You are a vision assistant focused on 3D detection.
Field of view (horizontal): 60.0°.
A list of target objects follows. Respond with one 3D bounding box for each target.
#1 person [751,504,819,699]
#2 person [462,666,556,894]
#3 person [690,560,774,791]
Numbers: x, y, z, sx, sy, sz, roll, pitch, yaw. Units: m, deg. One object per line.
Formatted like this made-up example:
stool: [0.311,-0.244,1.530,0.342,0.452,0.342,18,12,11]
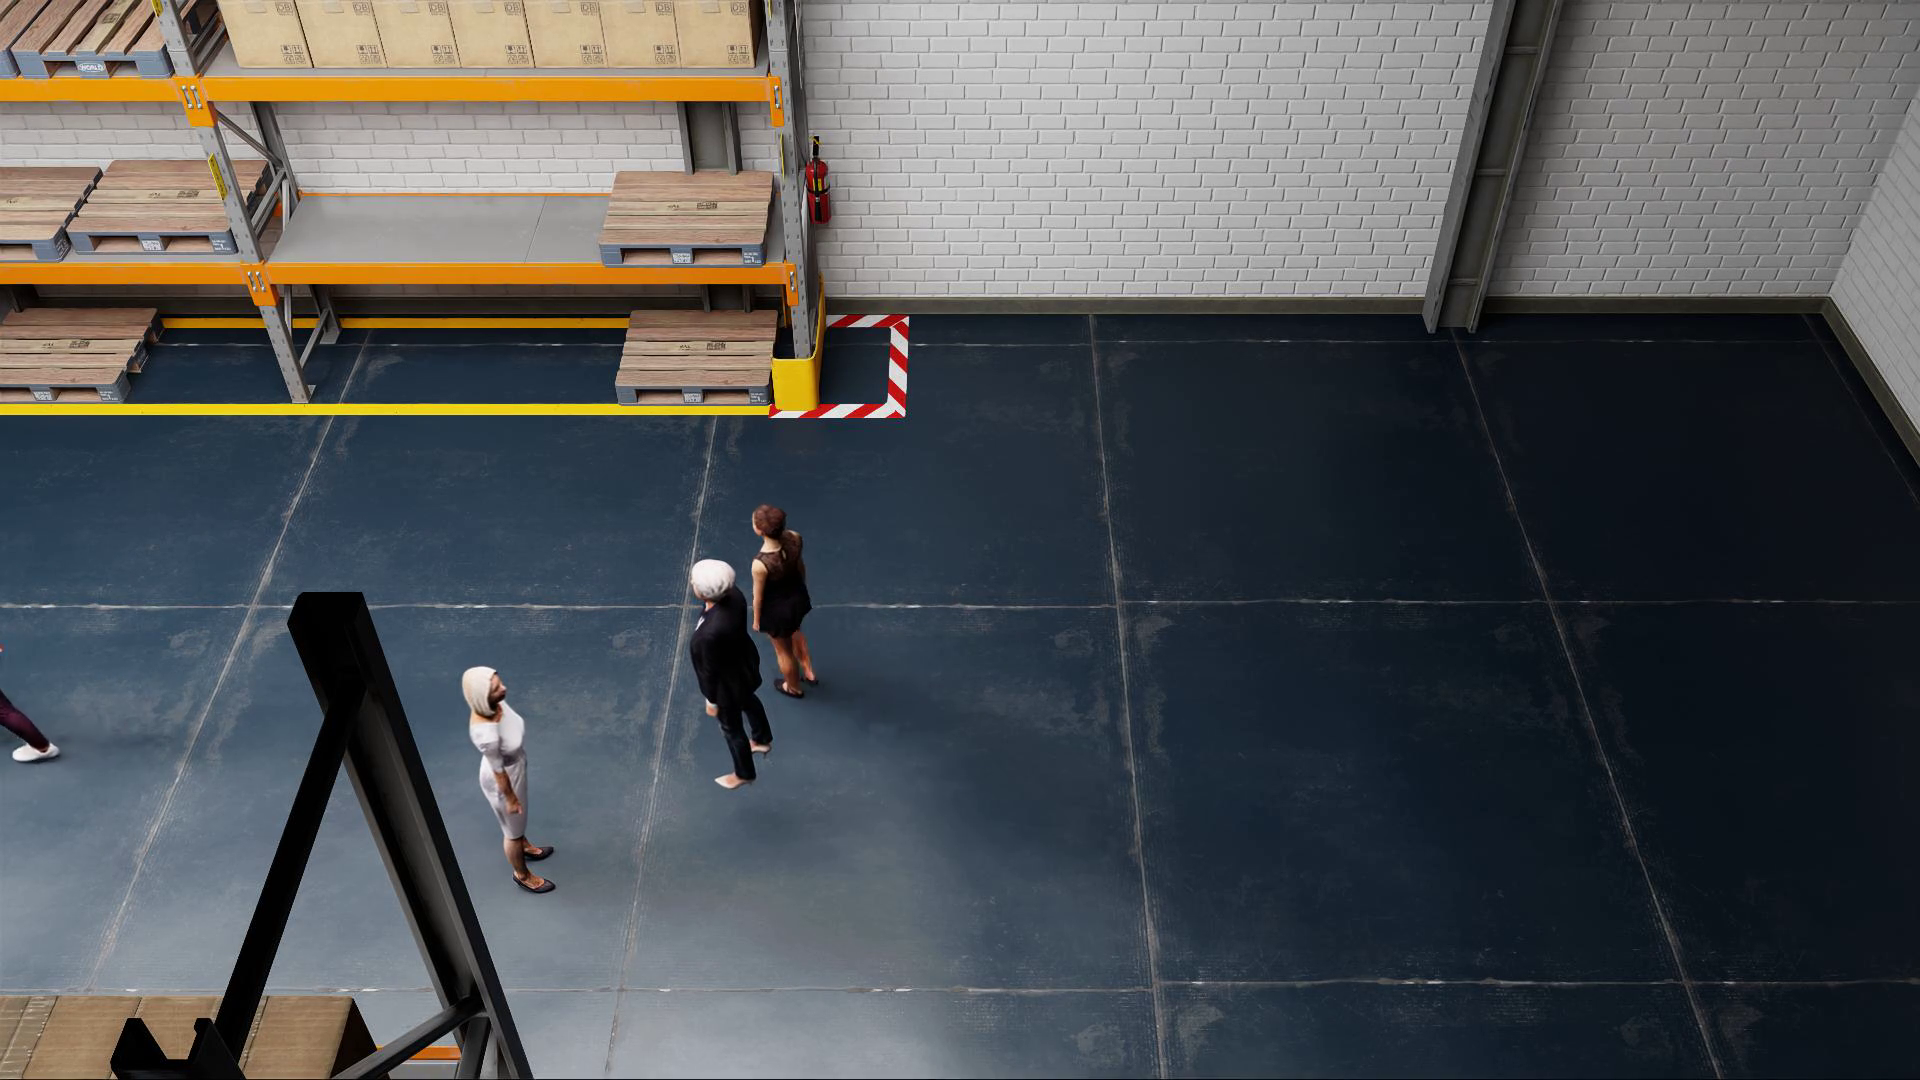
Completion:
person: [-1.041,0.435,10.333,0.755,1.667,0.703,28,50,26]
person: [-2.553,1.329,9.335,0.563,1.751,0.596,-7,44,-7]
person: [-1.263,0.708,9.181,0.652,1.779,0.758,8,44,8]
